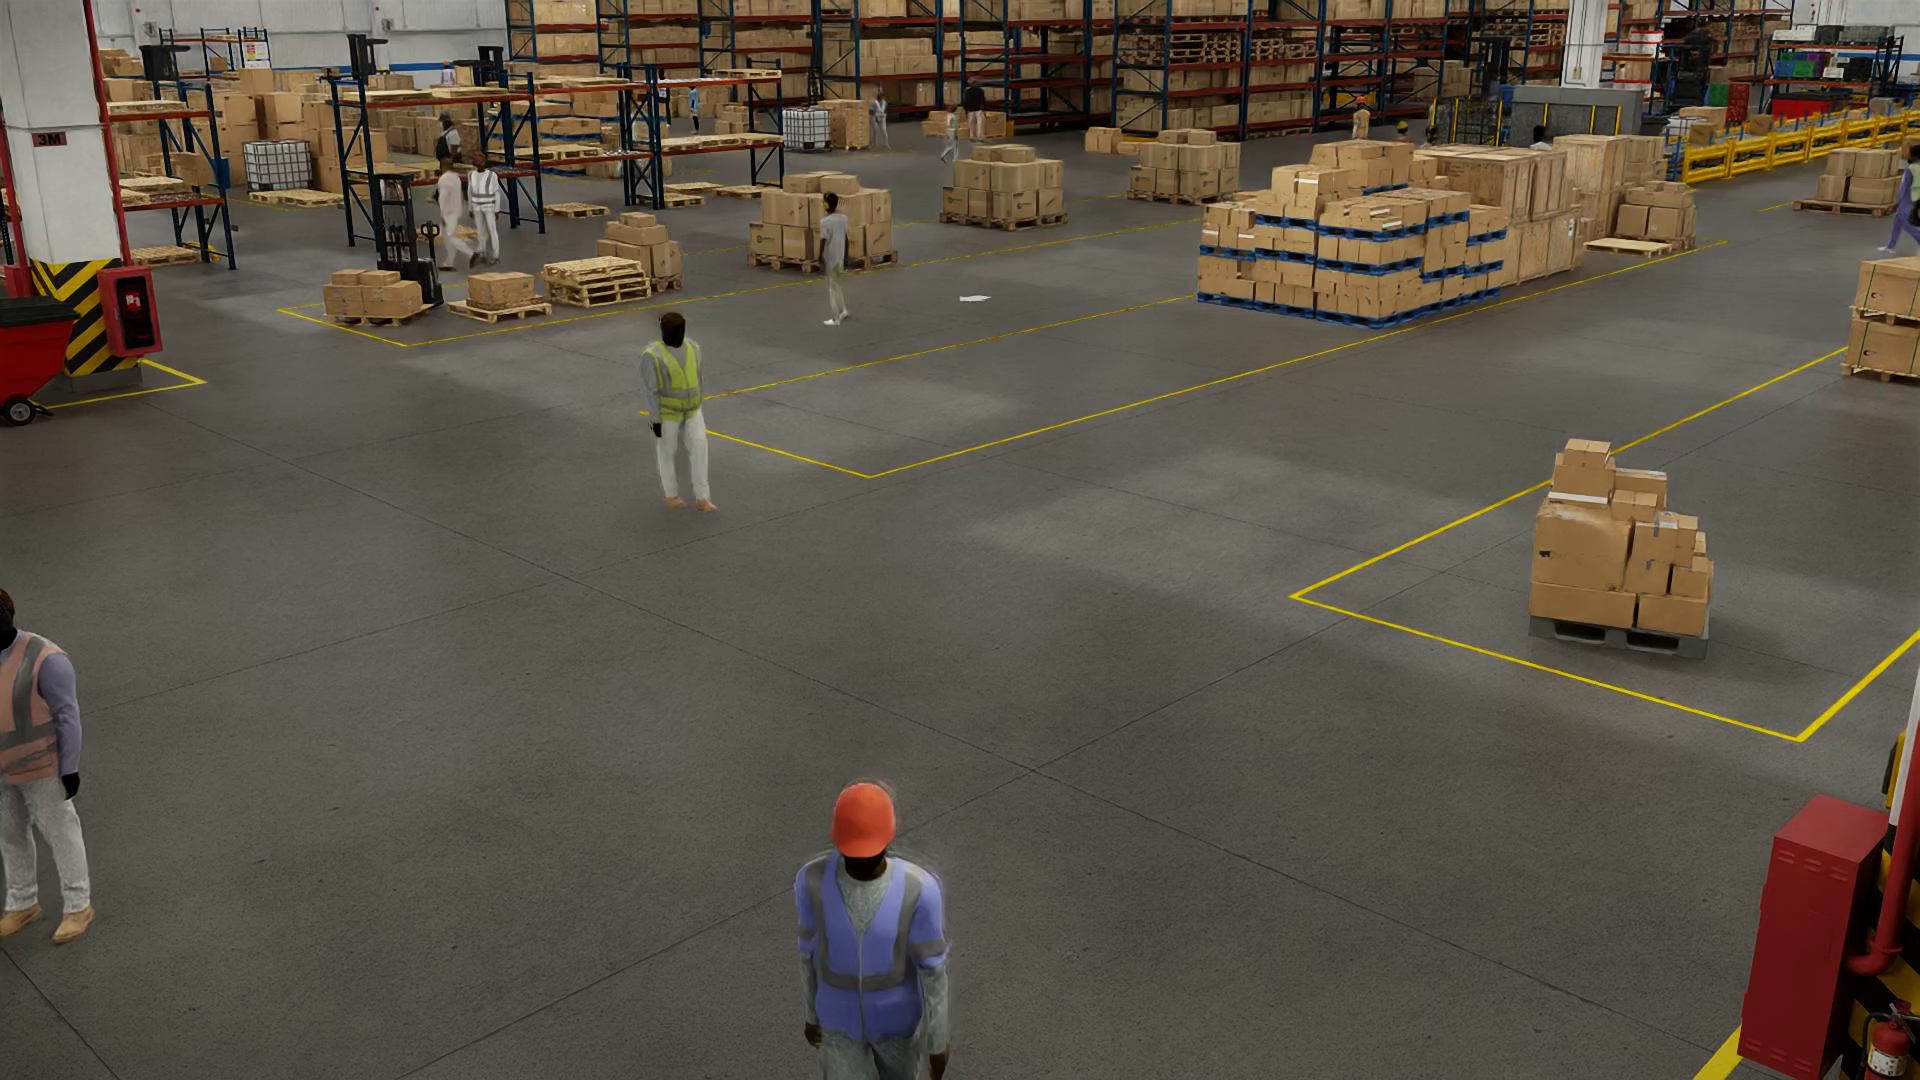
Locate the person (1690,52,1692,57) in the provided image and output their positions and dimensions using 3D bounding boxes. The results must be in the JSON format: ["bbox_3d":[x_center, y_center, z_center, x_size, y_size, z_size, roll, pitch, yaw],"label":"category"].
[{"bbox_3d":[31.340,-20.144,71.855,0.383,1.996,0.609,8,20,22],"label":"person"}]

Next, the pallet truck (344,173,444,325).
[{"bbox_3d":[-8.209,-4.181,23.757,0.823,1.965,1.885,3,19,9],"label":"pallet truck"}]

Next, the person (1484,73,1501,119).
[{"bbox_3d":[19.293,-16.069,60.160,0.517,1.614,0.500,-11,21,-29],"label":"person"}]

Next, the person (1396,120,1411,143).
[{"bbox_3d":[9.889,-8.440,36.995,0.526,1.740,0.769,-14,23,-35],"label":"person"}]

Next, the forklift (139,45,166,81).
[{"bbox_3d":[-25.287,-14.121,52.325,1.129,2.768,1.873,17,25,41],"label":"forklift"}]

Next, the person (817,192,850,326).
[{"bbox_3d":[-1.785,-3.898,23.118,0.385,1.859,0.548,15,24,38],"label":"person"}]

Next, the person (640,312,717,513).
[{"bbox_3d":[-2.467,-1.107,14.777,0.647,1.812,0.771,-15,23,-38],"label":"person"}]

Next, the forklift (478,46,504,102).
[{"bbox_3d":[-14.397,-13.832,51.456,1.129,2.768,1.873,17,25,41],"label":"forklift"}]

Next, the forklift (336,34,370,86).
[{"bbox_3d":[-23.429,-18.309,64.943,1.129,2.768,1.873,17,25,41],"label":"forklift"}]

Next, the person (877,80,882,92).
[{"bbox_3d":[-2.872,-17.360,63.731,0.627,1.833,0.429,-1,18,-4],"label":"person"}]

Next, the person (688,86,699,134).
[{"bbox_3d":[-8.603,-13.966,53.710,0.316,1.695,0.542,0,18,0],"label":"person"}]

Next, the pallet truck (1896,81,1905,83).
[{"bbox_3d":[34.802,-16.331,61.455,0.653,1.274,1.630,17,25,41],"label":"pallet truck"}]

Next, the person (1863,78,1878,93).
[{"bbox_3d":[32.729,-16.023,59.808,0.549,1.752,0.407,-5,19,-14],"label":"person"}]

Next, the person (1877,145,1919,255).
[{"bbox_3d":[16.823,-6.009,29.420,0.802,1.897,0.595,17,25,41],"label":"person"}]

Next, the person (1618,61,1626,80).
[{"bbox_3d":[26.730,-18.508,67.288,0.329,1.765,0.533,8,20,23],"label":"person"}]

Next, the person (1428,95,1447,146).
[{"bbox_3d":[13.741,-11.978,47.880,0.514,1.593,0.841,11,21,31],"label":"person"}]

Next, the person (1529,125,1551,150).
[{"bbox_3d":[11.608,-7.321,33.330,0.606,1.937,0.916,-15,24,-38],"label":"person"}]

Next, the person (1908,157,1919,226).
[{"bbox_3d":[19.150,-7.199,32.947,0.375,1.935,0.551,17,25,41],"label":"person"}]

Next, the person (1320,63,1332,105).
[{"bbox_3d":[14.833,-18.423,67.202,0.533,1.662,0.869,-7,20,-20],"label":"person"}]

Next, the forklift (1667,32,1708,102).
[{"bbox_3d":[30.117,-19.510,68.562,1.129,2.768,1.873,17,25,41],"label":"forklift"}]

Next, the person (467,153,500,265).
[{"bbox_3d":[-8.099,-5.628,28.293,0.584,1.884,0.346,5,19,15],"label":"person"}]

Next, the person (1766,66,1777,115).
[{"bbox_3d":[28.921,-15.884,59.110,0.354,1.939,0.544,14,23,37],"label":"person"}]

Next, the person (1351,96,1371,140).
[{"bbox_3d":[10.085,-10.215,42.044,0.542,1.930,0.374,-13,22,-34],"label":"person"}]

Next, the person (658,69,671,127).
[{"bbox_3d":[-10.082,-15.059,56.673,0.589,1.912,0.391,13,22,34],"label":"person"}]

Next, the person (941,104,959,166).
[{"bbox_3d":[-0.217,-10.743,44.106,0.423,1.622,0.531,-8,20,-22],"label":"person"}]

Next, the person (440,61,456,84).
[{"bbox_3d":[-19.499,-17.289,63.395,0.576,1.896,0.915,-5,19,-16],"label":"person"}]

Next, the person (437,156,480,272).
[{"bbox_3d":[-8.362,-5.387,27.565,0.716,1.895,0.654,3,19,9],"label":"person"}]

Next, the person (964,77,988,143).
[{"bbox_3d":[0.504,-13.118,50.760,0.770,1.955,0.369,4,19,11],"label":"person"}]

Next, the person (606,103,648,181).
[{"bbox_3d":[-8.186,-9.785,40.837,1.034,1.878,0.651,-6,19,-16],"label":"person"}]

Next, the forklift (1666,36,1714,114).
[{"bbox_3d":[27.341,-17.291,61.877,1.129,2.768,1.873,17,25,41],"label":"forklift"}]

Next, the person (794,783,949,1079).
[{"bbox_3d":[-0.319,1.727,6.139,0.565,1.889,1.007,1,18,4],"label":"person"}]

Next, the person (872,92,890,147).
[{"bbox_3d":[-2.386,-12.503,49.466,0.499,1.593,0.849,-10,21,-27],"label":"person"}]

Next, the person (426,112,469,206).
[{"bbox_3d":[-11.104,-8.265,35.994,1.002,2.000,0.697,-14,23,-37],"label":"person"}]

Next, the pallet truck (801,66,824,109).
[{"bbox_3d":[-4.812,-15.182,56.903,0.823,1.965,1.885,-9,21,-26],"label":"pallet truck"}]

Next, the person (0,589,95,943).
[{"bbox_3d":[-4.583,1.097,8.100,0.624,1.844,0.430,2,18,7],"label":"person"}]

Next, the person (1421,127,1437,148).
[{"bbox_3d":[9.466,-7.473,33.899,0.579,1.855,0.537,10,21,28],"label":"person"}]

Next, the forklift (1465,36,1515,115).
[{"bbox_3d":[19.973,-17.201,61.605,1.873,2.768,1.129,16,24,40],"label":"forklift"}]
